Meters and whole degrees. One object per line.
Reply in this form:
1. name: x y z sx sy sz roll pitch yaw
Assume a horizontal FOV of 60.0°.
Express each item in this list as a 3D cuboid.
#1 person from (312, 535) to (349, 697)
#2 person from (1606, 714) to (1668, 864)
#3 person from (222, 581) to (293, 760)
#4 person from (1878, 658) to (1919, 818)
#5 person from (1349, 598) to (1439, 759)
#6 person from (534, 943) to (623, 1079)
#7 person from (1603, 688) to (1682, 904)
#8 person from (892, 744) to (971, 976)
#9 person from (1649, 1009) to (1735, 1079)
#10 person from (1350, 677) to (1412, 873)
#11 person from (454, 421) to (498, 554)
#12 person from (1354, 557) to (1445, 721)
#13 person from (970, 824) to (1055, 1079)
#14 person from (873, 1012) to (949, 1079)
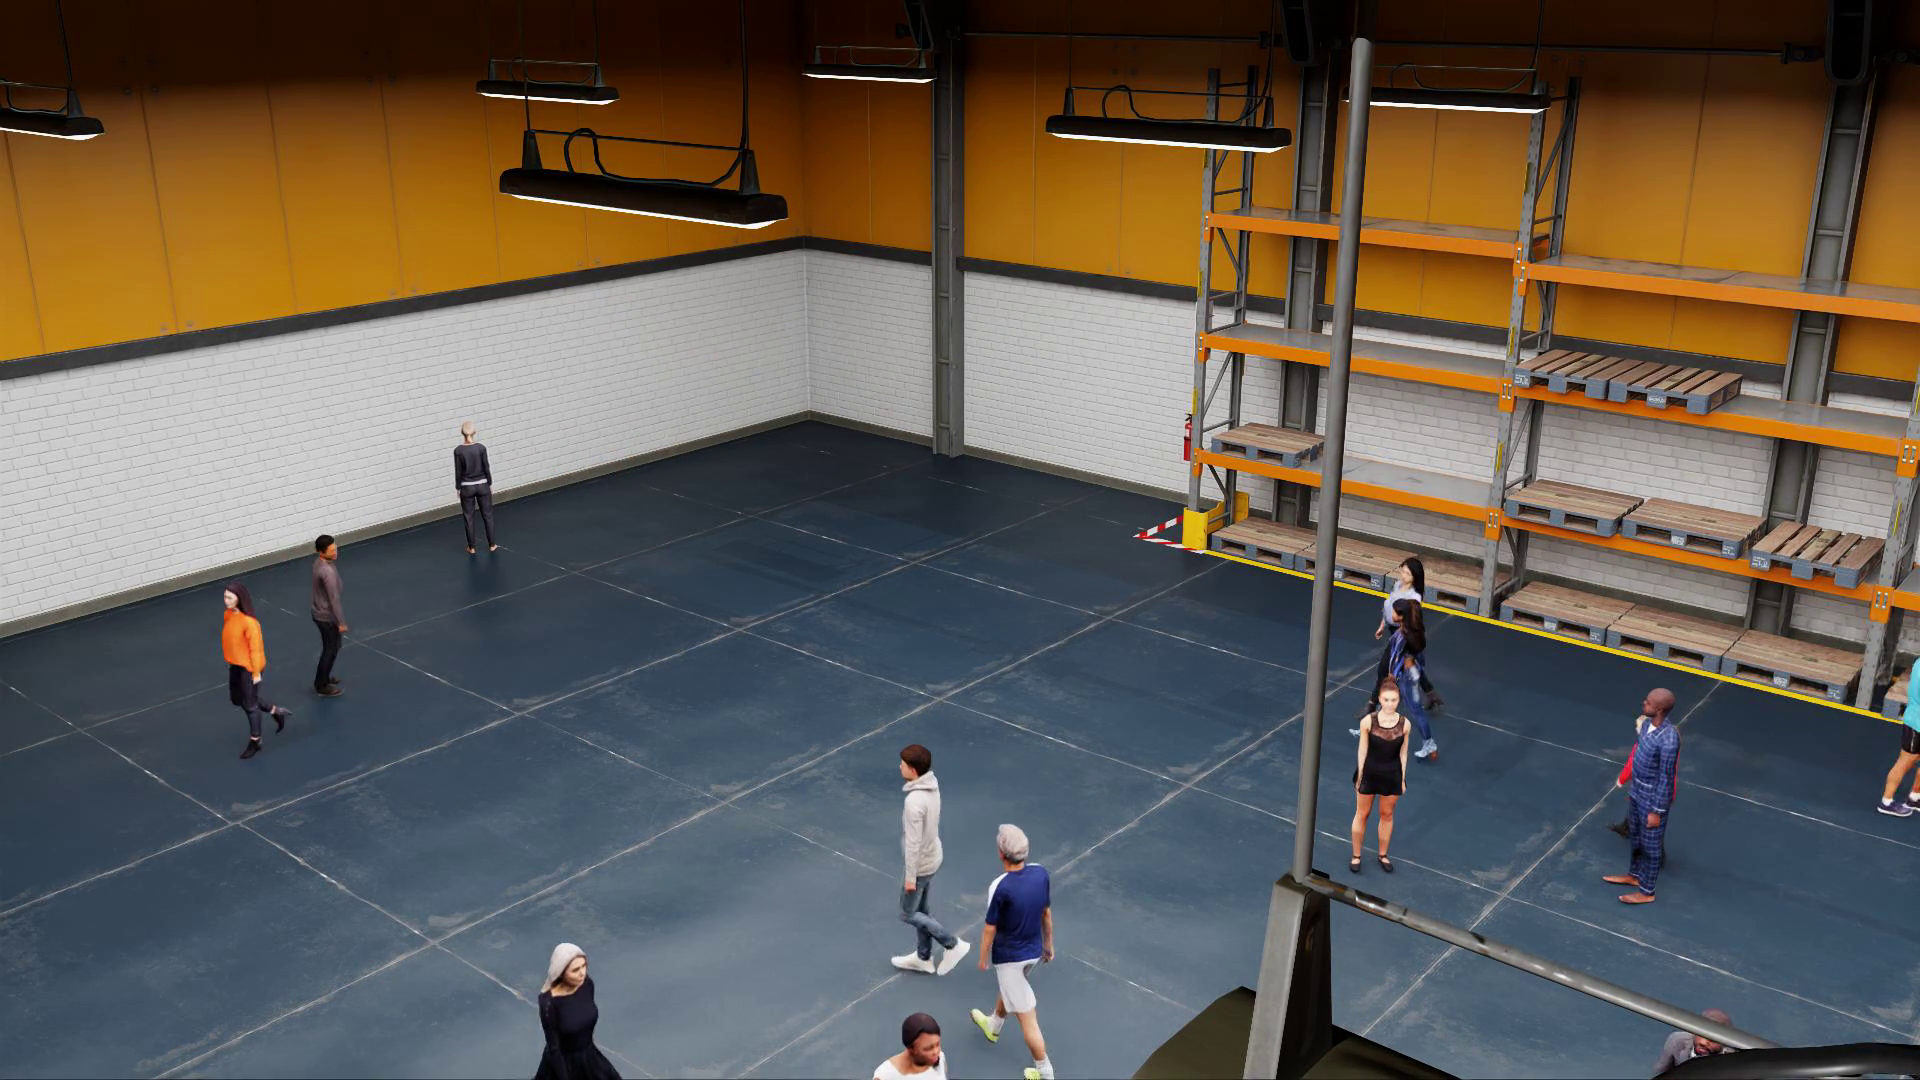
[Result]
1. person: -6.488 0.776 16.895 0.844 1.731 0.716 -4 19 -12
2. person: 5.734 2.070 13.810 0.668 1.248 0.959 -11 21 -29
3. person: -6.641 1.187 15.673 0.755 1.732 0.680 15 24 37
4. person: 8.222 1.596 14.419 0.766 1.758 0.712 8 20 24
5. person: 4.235 1.330 15.511 1.137 1.566 0.797 9 21 25
6. person: -2.368 3.154 9.878 1.134 1.704 0.621 14 23 35
7. person: 5.461 1.994 13.142 0.810 1.818 0.765 0 19 0
8. person: -0.197 2.351 12.044 0.992 1.843 0.903 3 19 9
9. person: 4.100 3.338 9.202 1.011 1.787 1.147 -11 21 -29
10. person: 3.441 1.918 13.598 0.667 1.672 0.742 1 19 3
11. person: -6.206 -0.689 21.254 0.684 1.725 0.686 -7 20 -19
12. person: 4.420 0.989 16.317 1.209 1.697 1.165 -2 19 -5
13. person: 0.429 2.768 10.900 0.754 1.783 1.210 -16 24 -40
14. person: -0.276 3.369 9.281 0.714 1.677 0.778 -16 25 -40
